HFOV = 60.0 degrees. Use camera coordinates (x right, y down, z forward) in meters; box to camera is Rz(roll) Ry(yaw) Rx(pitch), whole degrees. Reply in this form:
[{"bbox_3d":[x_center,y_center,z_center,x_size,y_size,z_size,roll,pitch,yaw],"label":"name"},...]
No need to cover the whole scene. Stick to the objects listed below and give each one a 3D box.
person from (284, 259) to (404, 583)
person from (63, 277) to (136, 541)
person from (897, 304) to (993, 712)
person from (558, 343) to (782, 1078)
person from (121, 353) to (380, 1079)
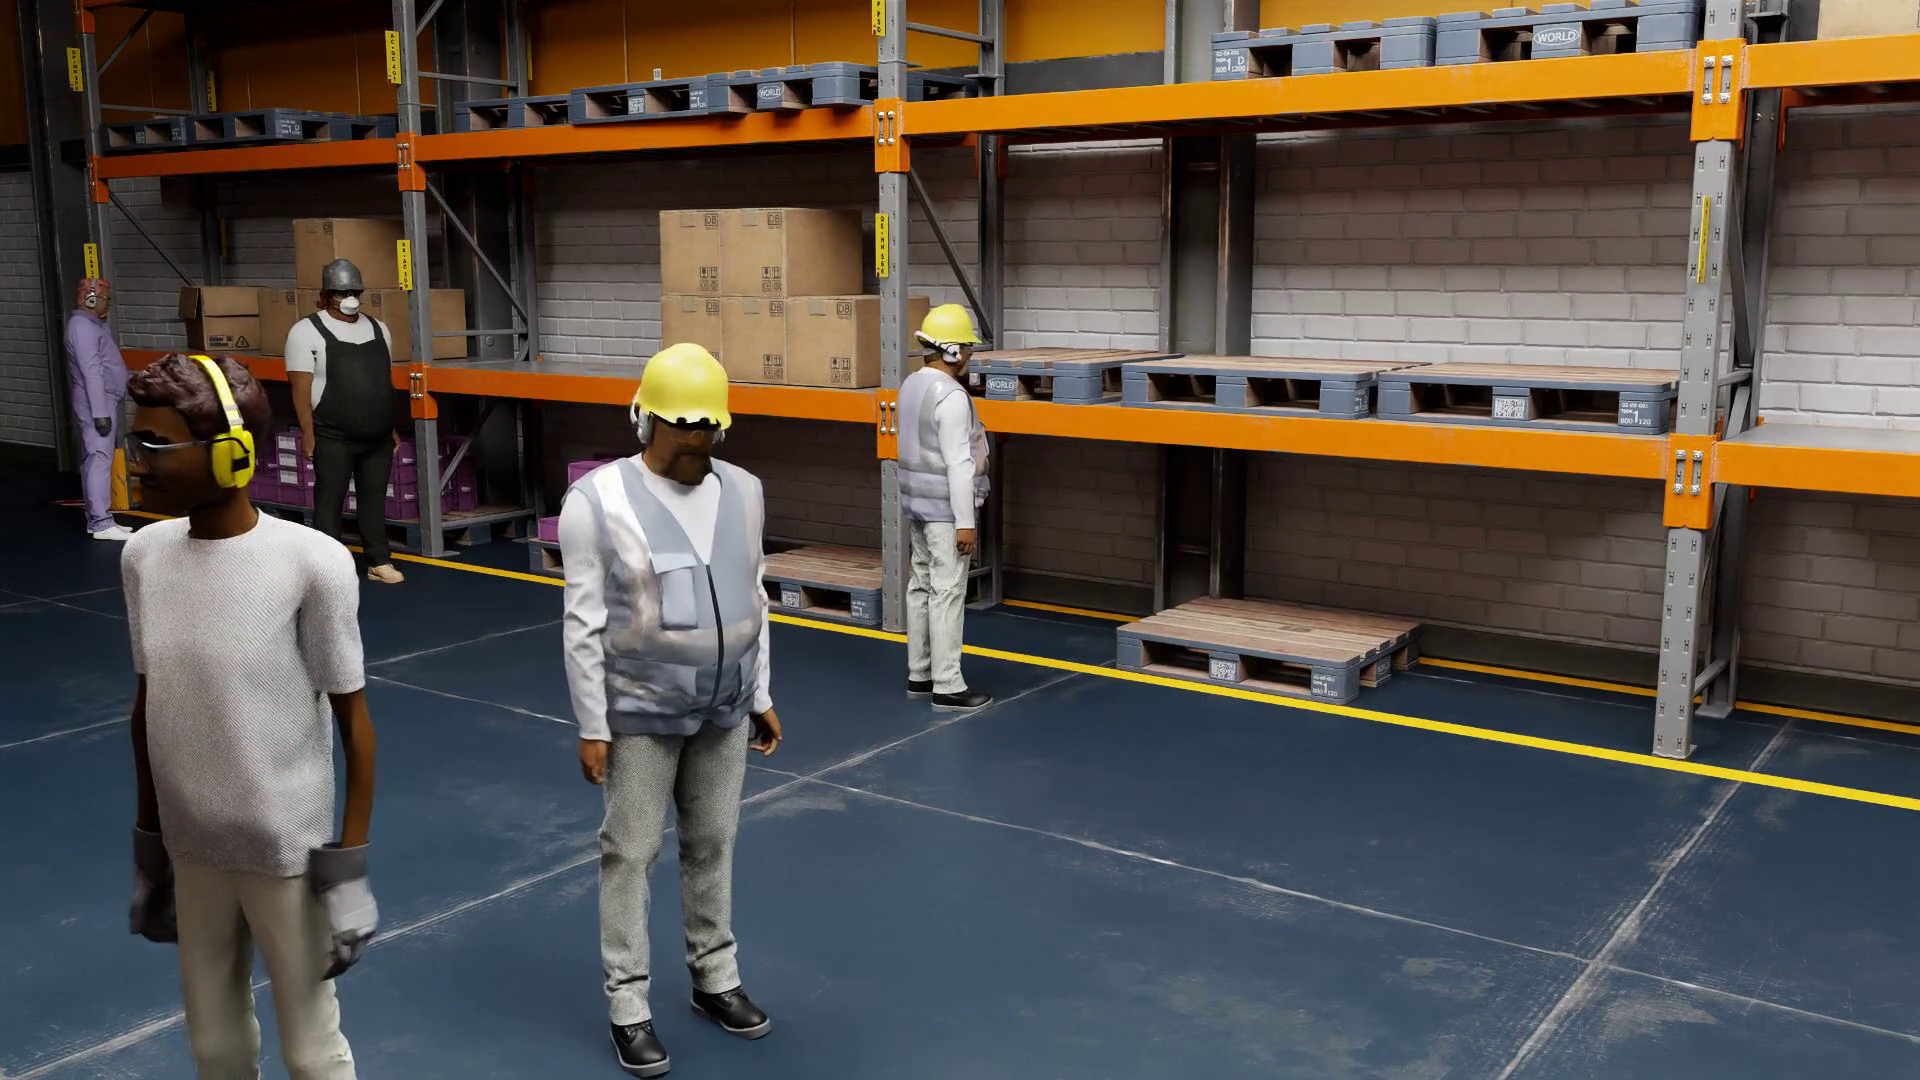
[{"bbox_3d":[-3.736,-0.709,10.259,0.539,2.000,0.688,8,12,38],"label":"person"},{"bbox_3d":[-6.253,-0.950,12.104,0.407,1.905,0.638,-6,11,-31],"label":"person"},{"bbox_3d":[-0.067,-0.144,7.522,0.404,1.828,0.603,-4,10,-24],"label":"person"},{"bbox_3d":[-0.708,0.416,4.214,0.586,1.822,0.403,-8,12,-40],"label":"person"},{"bbox_3d":[-1.302,0.593,3.038,0.519,1.865,0.335,3,10,17],"label":"person"}]
